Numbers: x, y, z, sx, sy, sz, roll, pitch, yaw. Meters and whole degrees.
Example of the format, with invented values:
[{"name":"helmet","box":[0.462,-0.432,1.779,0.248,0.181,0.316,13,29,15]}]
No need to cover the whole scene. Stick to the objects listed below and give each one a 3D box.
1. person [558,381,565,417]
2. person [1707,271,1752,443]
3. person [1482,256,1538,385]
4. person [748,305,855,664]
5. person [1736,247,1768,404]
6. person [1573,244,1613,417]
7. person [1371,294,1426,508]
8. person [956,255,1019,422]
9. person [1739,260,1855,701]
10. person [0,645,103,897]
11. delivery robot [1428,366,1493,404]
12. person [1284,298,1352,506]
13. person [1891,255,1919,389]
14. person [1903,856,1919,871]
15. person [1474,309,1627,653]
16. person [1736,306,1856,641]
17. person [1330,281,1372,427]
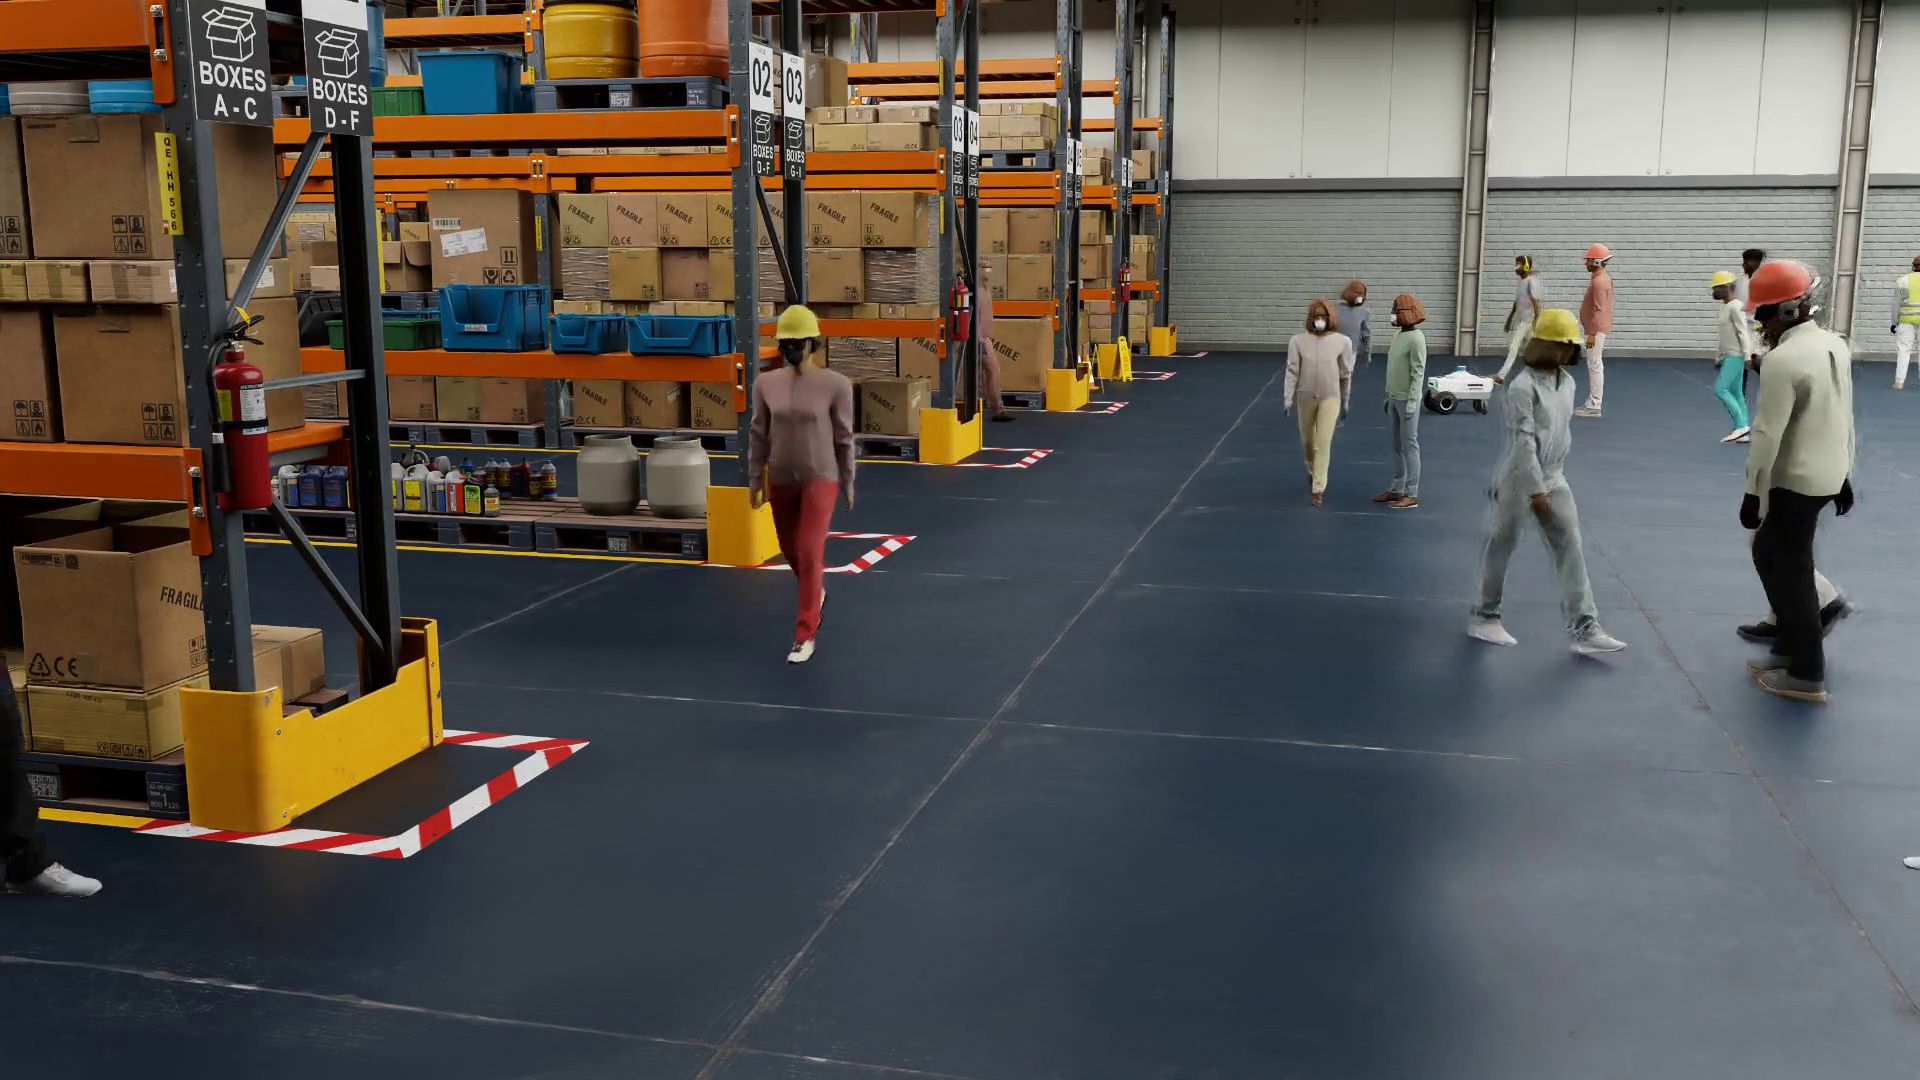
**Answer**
[{"name":"person","box":[-4.746,-2.146,18.054,0.996,1.883,0.636,2,11,13]},{"name":"person","box":[7.742,-1.824,16.719,0.533,1.723,0.545,3,11,15]},{"name":"person","box":[7.889,-3.065,23.368,0.987,1.810,0.510,0,10,2]},{"name":"person","box":[-0.775,-0.315,8.341,0.534,1.738,0.839,2,10,13]},{"name":"person","box":[9.719,-2.593,20.350,0.556,1.953,0.635,-3,11,-16]},{"name":"person","box":[7.366,-2.429,19.322,0.382,1.994,0.613,4,11,21]},{"name":"person","box":[3.391,-1.063,12.756,0.286,1.633,0.500,-2,10,-9]},{"name":"person","box":[0.270,-2.219,18.503,0.868,1.874,0.656,4,11,23]},{"name":"person","box":[3.694,-0.259,7.430,0.645,1.950,0.588,-8,13,-38]},{"name":"person","box":[-3.226,0.207,5.049,0.957,1.884,0.605,1,10,5]},{"name":"delivery robot","box":[5.915,-1.815,19.651,0.707,0.478,0.477,0,10,-1]},{"name":"person","box":[2.823,-1.111,13.119,0.501,1.600,0.825,3,11,18]},{"name":"person","box":[13.123,-2.981,22.828,0.621,1.838,0.429,5,11,25]},{"name":"person","box":[3.543,0.315,5.211,0.851,1.604,0.521,4,11,20]},{"name":"person","box":[2.894,-0.268,8.154,0.497,1.699,0.871,-6,12,-30]},{"name":"person","box":[4.195,-0.348,8.340,0.553,1.796,0.632,8,13,38]},{"name":"person","box":[4.195,-2.026,18.153,0.519,1.592,0.513,-3,11,-14]}]
